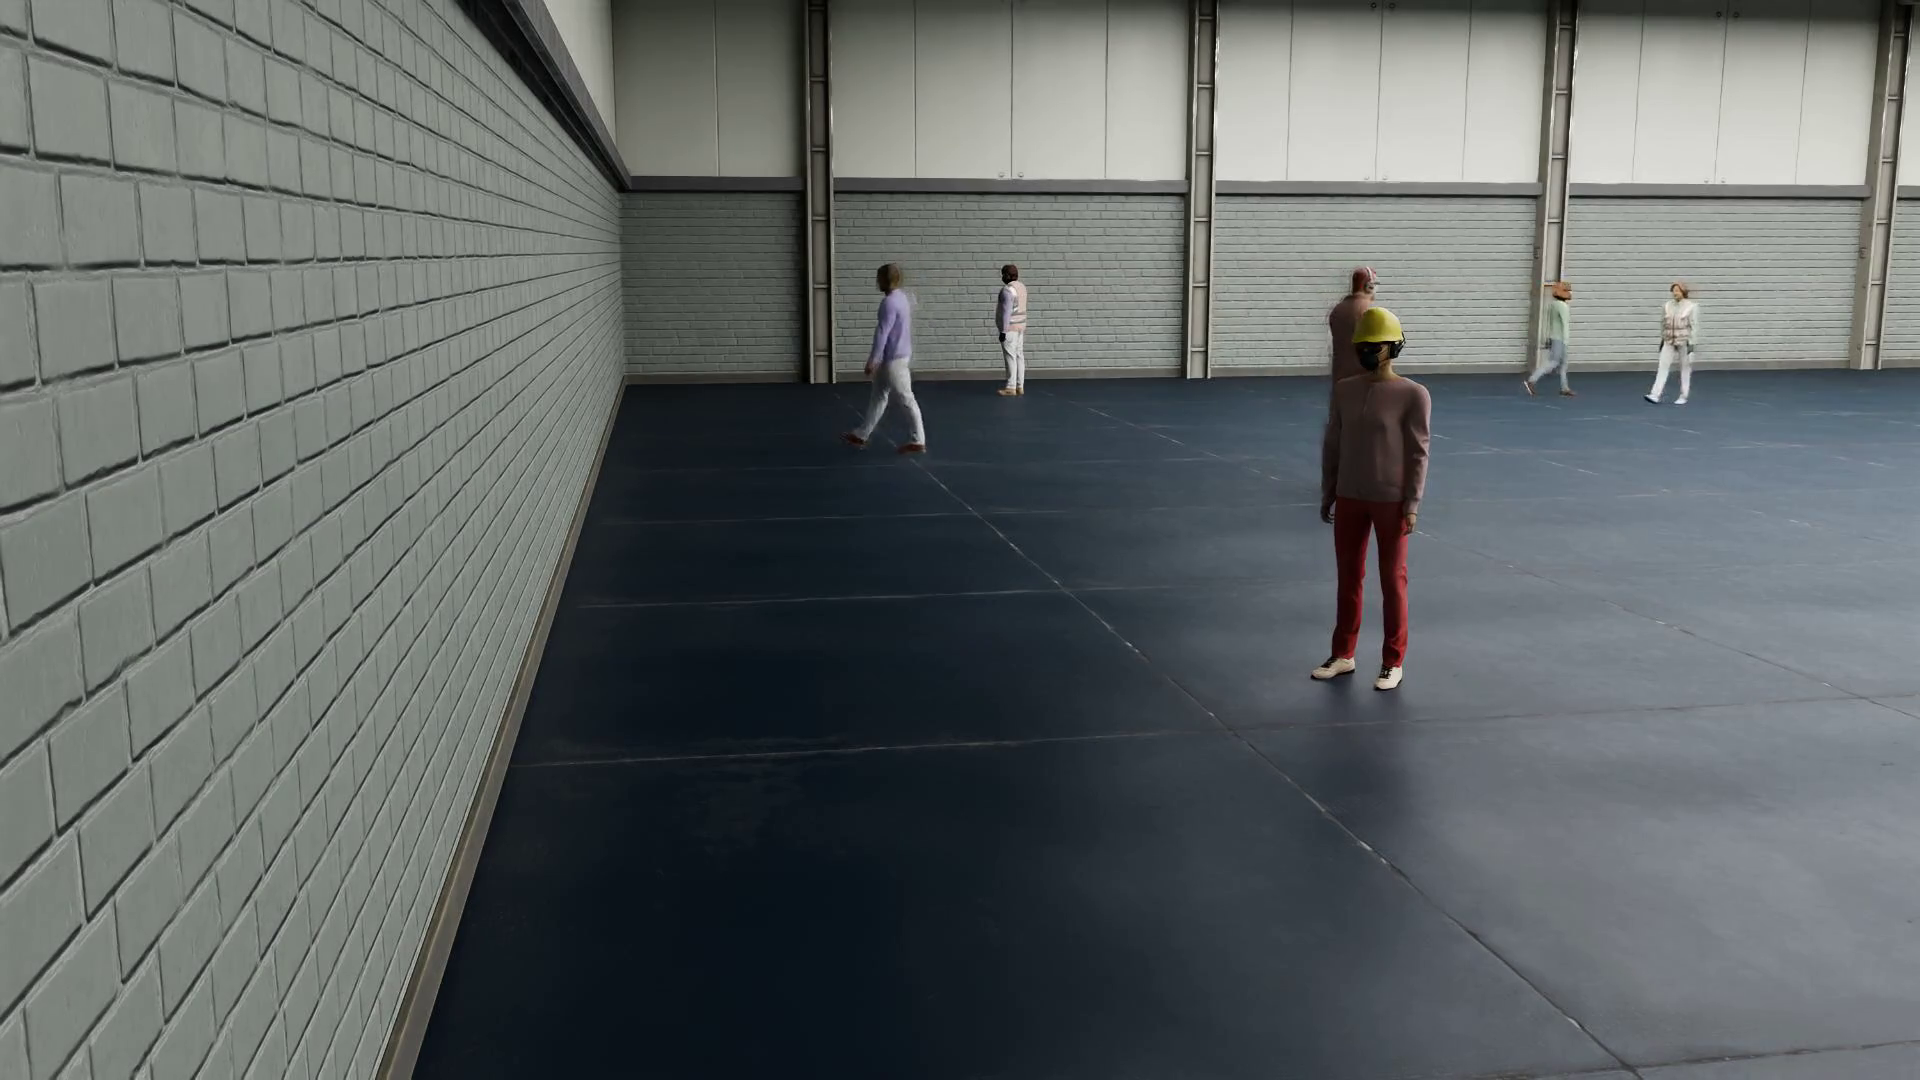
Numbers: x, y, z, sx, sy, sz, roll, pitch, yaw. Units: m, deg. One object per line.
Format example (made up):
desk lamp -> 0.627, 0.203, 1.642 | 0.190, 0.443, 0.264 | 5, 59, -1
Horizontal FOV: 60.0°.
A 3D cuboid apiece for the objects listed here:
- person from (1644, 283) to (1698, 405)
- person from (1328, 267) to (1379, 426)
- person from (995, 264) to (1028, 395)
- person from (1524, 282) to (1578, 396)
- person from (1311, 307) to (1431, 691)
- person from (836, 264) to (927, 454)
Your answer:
person -> 9.362, -2.564, 21.833 | 0.807, 1.599, 0.541 | -8, 12, -37
person -> 3.540, -1.404, 14.379 | 0.863, 1.872, 0.680 | -5, 11, -26
person -> 0.713, -2.962, 23.473 | 0.429, 1.839, 0.633 | 5, 11, 27
person -> 8.298, -2.803, 23.246 | 0.746, 1.609, 0.509 | 0, 10, 2
person -> 1.910, -0.190, 7.728 | 0.524, 1.769, 0.308 | 9, 13, 42
person -> -0.783, -1.800, 16.639 | 0.990, 1.893, 0.636 | 1, 10, 5
